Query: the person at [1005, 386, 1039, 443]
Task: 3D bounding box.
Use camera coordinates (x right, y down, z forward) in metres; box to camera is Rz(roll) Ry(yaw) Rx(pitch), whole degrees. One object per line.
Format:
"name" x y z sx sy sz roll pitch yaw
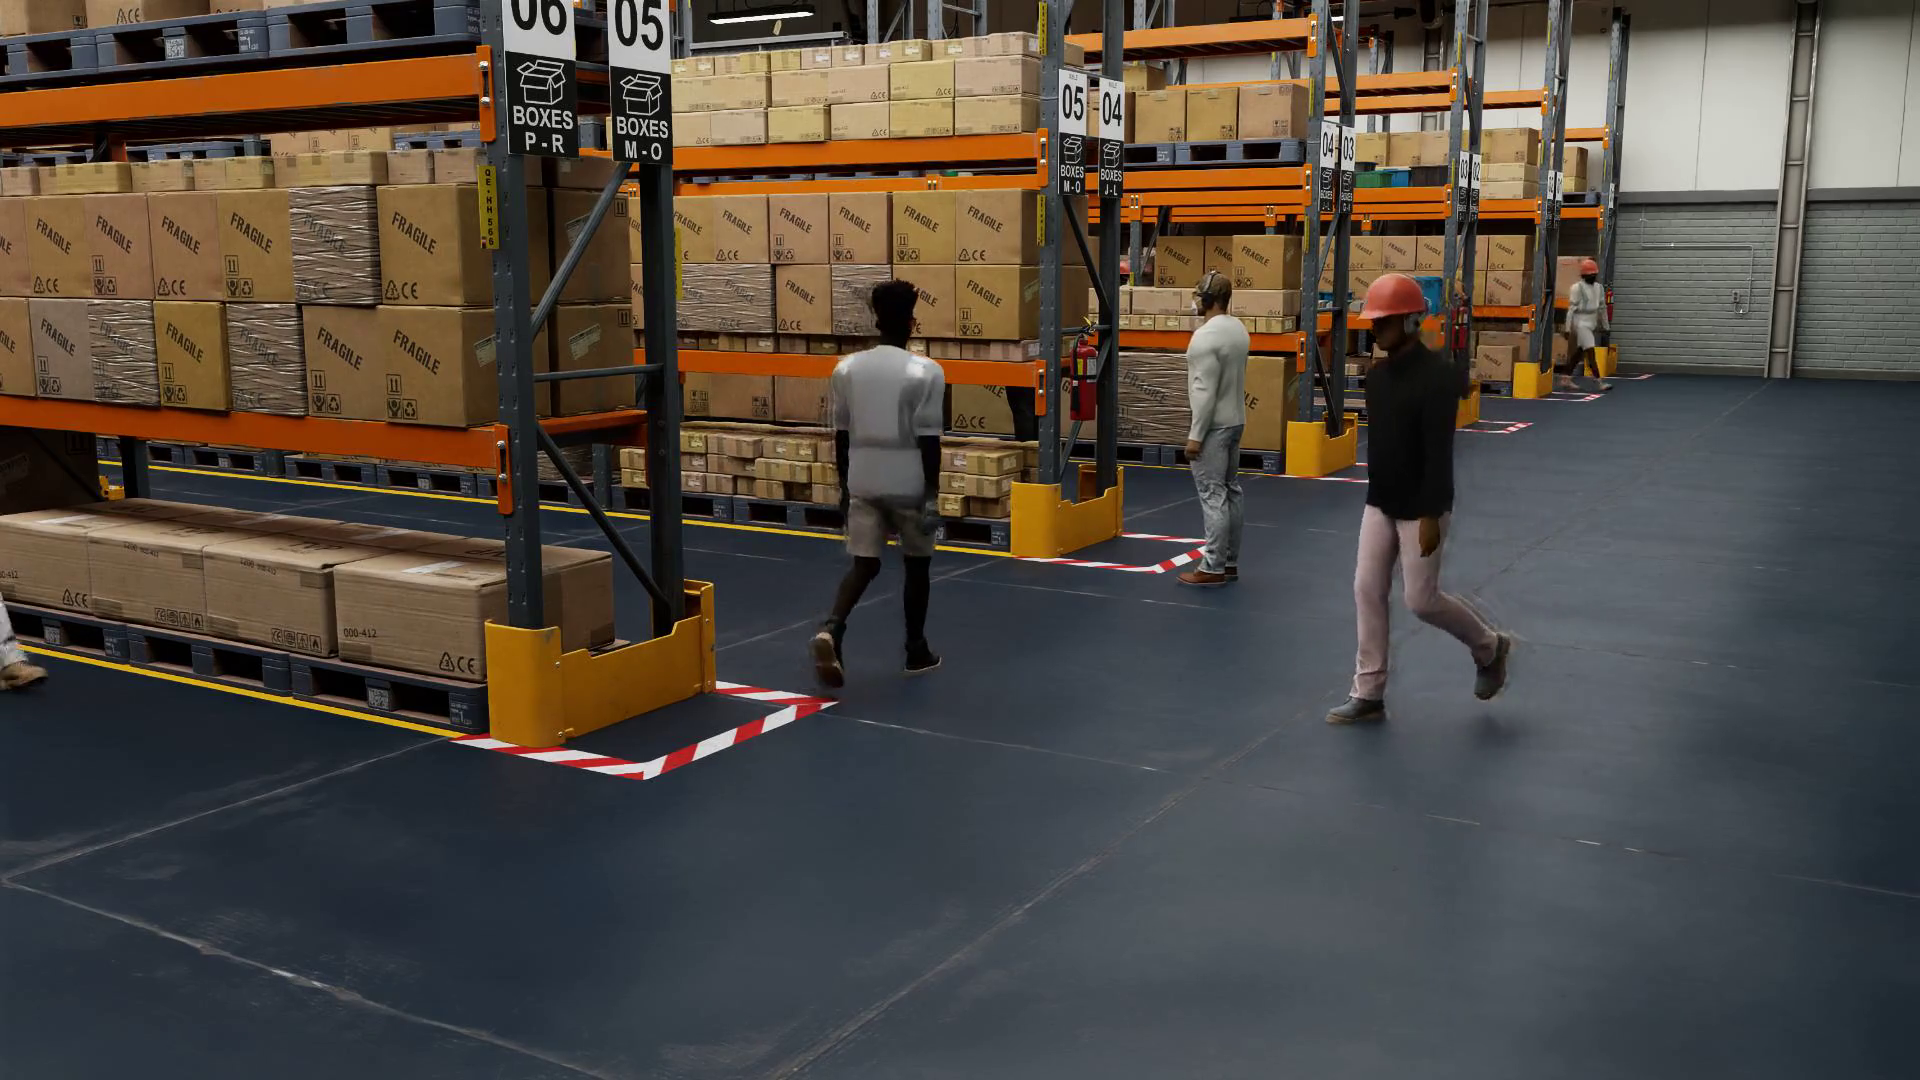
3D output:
"person" 0.562 -1.645 15.614 0.538 2.000 0.684 4 11 24

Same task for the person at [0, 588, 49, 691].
"person" -4.664 -0.162 7.615 0.916 1.800 0.622 5 11 27

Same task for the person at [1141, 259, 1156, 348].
"person" 2.822 -3.320 25.627 0.693 1.971 0.623 4 11 25

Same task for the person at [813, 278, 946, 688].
"person" -0.373 -0.259 7.820 0.610 1.938 0.835 5 11 27

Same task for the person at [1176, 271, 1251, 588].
"person" 1.560 -0.673 10.222 0.371 1.940 0.627 6 11 31

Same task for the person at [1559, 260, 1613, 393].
"person" 9.436 -3.192 24.897 0.743 1.970 0.956 -6 11 -32

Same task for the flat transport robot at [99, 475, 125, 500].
"flat transport robot" -7.510 -0.375 13.355 0.652 0.197 1.431 6 11 30

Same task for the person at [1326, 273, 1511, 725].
"person" 2.011 -0.171 7.229 0.797 1.964 0.618 -4 11 -24

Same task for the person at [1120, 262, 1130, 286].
"person" 2.306 -2.976 23.709 0.373 1.939 0.545 9 13 41
